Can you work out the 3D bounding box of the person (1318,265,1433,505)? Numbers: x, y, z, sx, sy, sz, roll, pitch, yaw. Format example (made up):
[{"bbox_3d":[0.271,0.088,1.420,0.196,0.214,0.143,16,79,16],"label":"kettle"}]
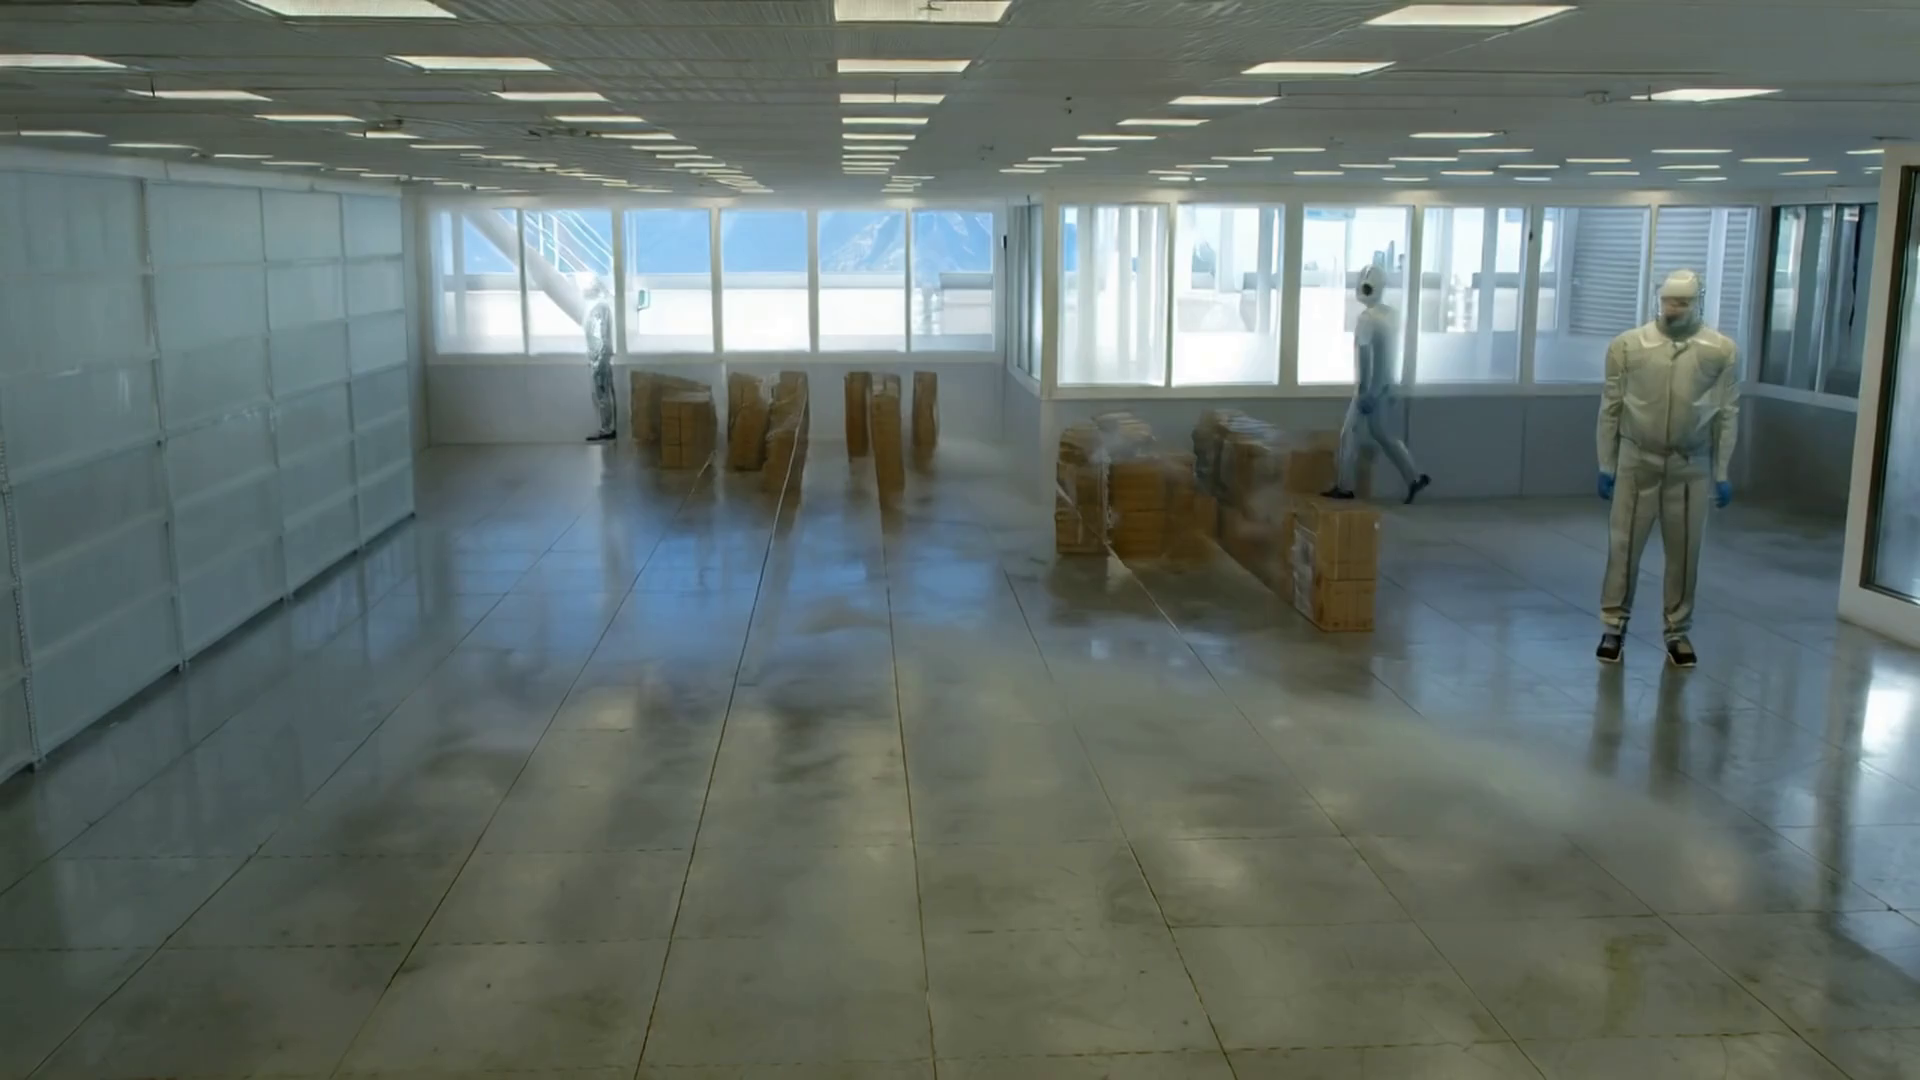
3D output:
[{"bbox_3d":[3.221,-1.180,12.751,0.849,1.849,0.531,9,14,41],"label":"person"}]

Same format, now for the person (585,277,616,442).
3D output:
[{"bbox_3d":[-3.603,-1.802,16.632,0.284,1.636,0.500,0,11,1],"label":"person"}]

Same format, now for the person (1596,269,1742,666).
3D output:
[{"bbox_3d":[3.405,-0.343,8.034,0.639,1.911,0.406,3,11,16],"label":"person"}]
